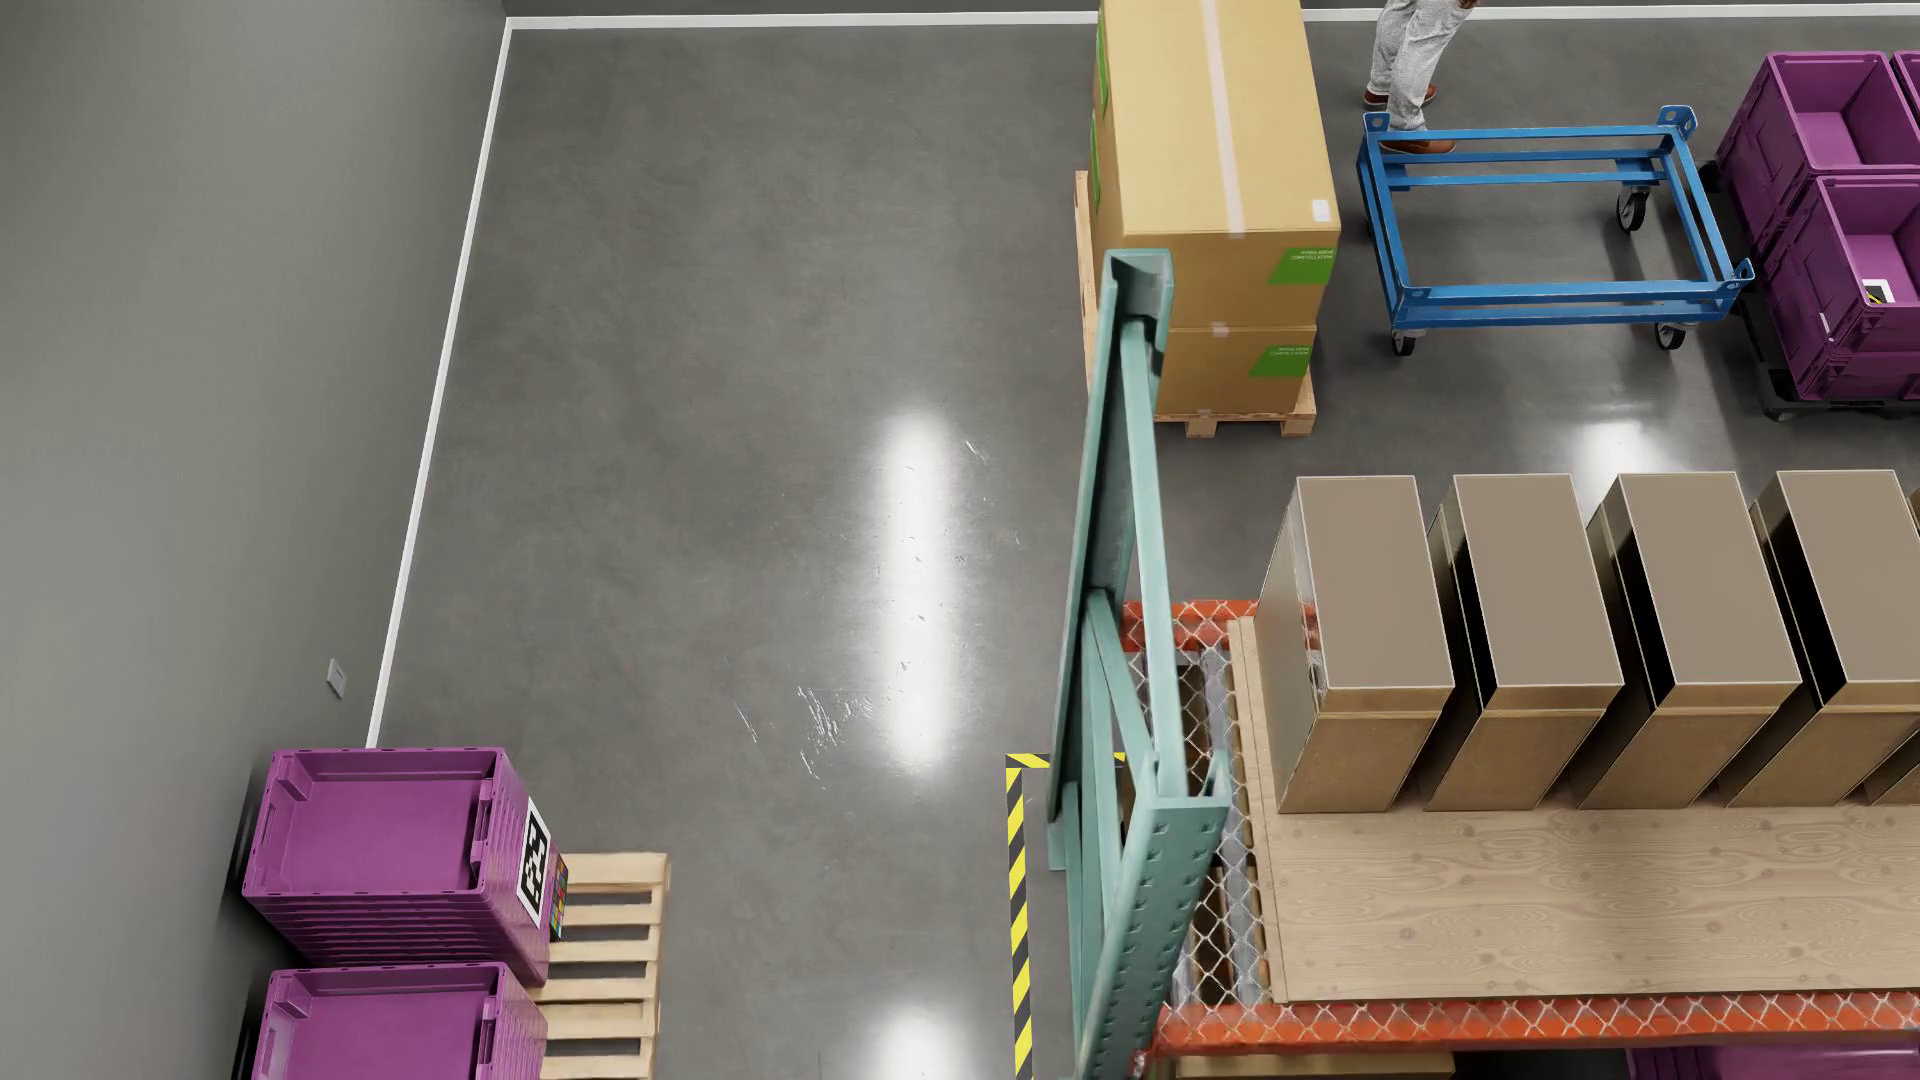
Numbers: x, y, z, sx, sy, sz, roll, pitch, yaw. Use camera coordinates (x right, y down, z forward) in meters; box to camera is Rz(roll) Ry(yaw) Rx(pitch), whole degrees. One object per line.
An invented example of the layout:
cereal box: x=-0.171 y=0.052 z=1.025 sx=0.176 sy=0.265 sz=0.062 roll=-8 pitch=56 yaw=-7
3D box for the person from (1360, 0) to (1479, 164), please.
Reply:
person: x=1.821 y=-2.244 z=6.078 sx=0.372 sy=1.940 sz=0.627 roll=-2 pitch=58 yaw=-2
